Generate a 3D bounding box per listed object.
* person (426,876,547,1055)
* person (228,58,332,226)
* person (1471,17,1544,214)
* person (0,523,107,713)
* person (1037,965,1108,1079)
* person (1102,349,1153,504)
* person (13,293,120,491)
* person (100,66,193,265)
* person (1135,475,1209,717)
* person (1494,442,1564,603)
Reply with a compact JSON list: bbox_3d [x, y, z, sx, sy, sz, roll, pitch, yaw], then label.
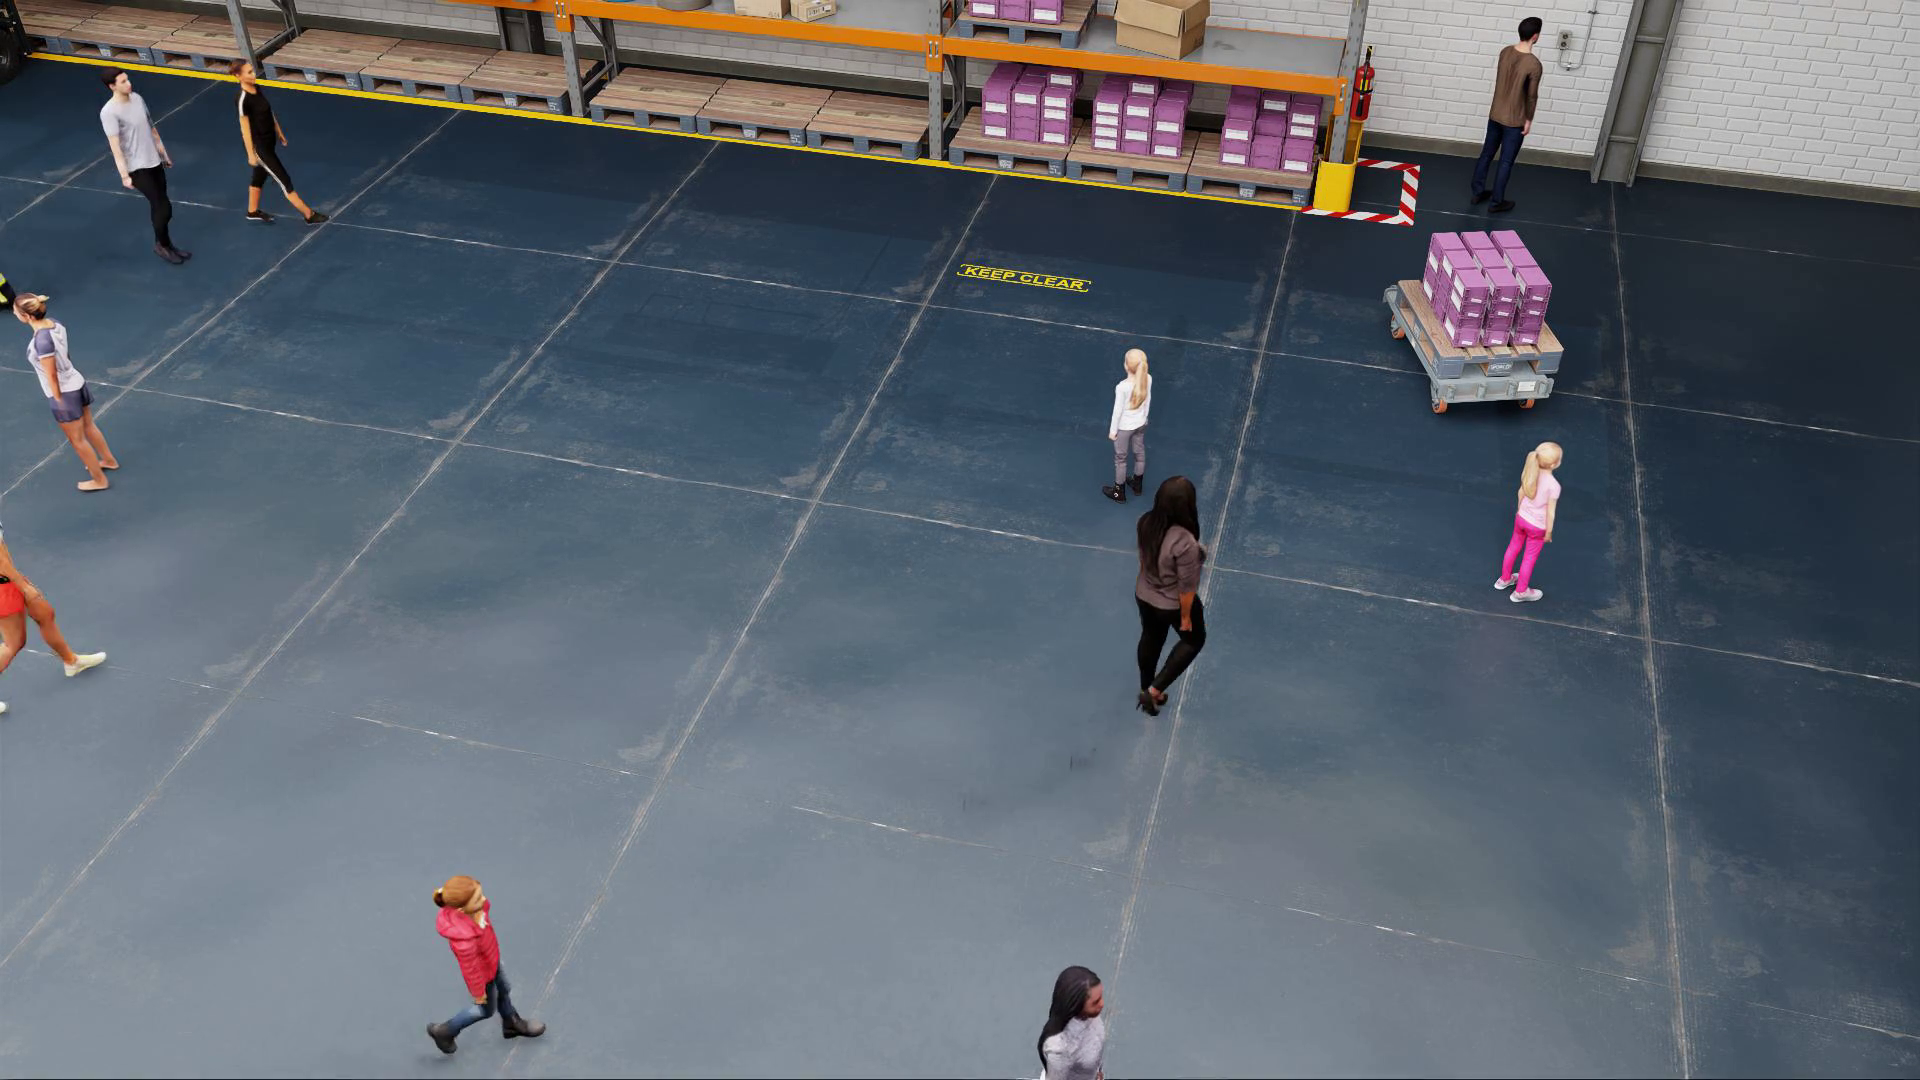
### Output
[{"bbox_3d":[-2.501,2.173,8.435,0.867,1.302,0.685,-4,39,-5],"label":"person"},{"bbox_3d":[-6.574,-3.657,15.508,1.130,1.585,0.764,1,39,2],"label":"person"},{"bbox_3d":[5.186,-4.016,15.717,0.790,1.886,0.715,-23,44,-26],"label":"person"},{"bbox_3d":[-6.044,0.347,10.355,1.037,1.760,1.086,-27,46,-30],"label":"person"},{"bbox_3d":[0.424,2.527,7.663,0.716,1.711,0.670,16,41,19],"label":"person"},{"bbox_3d":[1.257,-0.851,12.239,0.584,1.279,0.639,-22,44,-25],"label":"person"},{"bbox_3d":[-6.598,-1.102,12.280,0.637,1.620,0.629,-7,39,-9],"label":"person"},{"bbox_3d":[-7.400,-3.357,14.915,0.626,1.856,0.703,7,39,9],"label":"person"},{"bbox_3d":[1.200,0.420,10.206,0.888,1.831,0.821,-26,46,-29],"label":"person"},{"bbox_3d":[3.907,-0.136,11.350,0.639,1.271,0.583,-17,42,-20],"label":"person"}]
